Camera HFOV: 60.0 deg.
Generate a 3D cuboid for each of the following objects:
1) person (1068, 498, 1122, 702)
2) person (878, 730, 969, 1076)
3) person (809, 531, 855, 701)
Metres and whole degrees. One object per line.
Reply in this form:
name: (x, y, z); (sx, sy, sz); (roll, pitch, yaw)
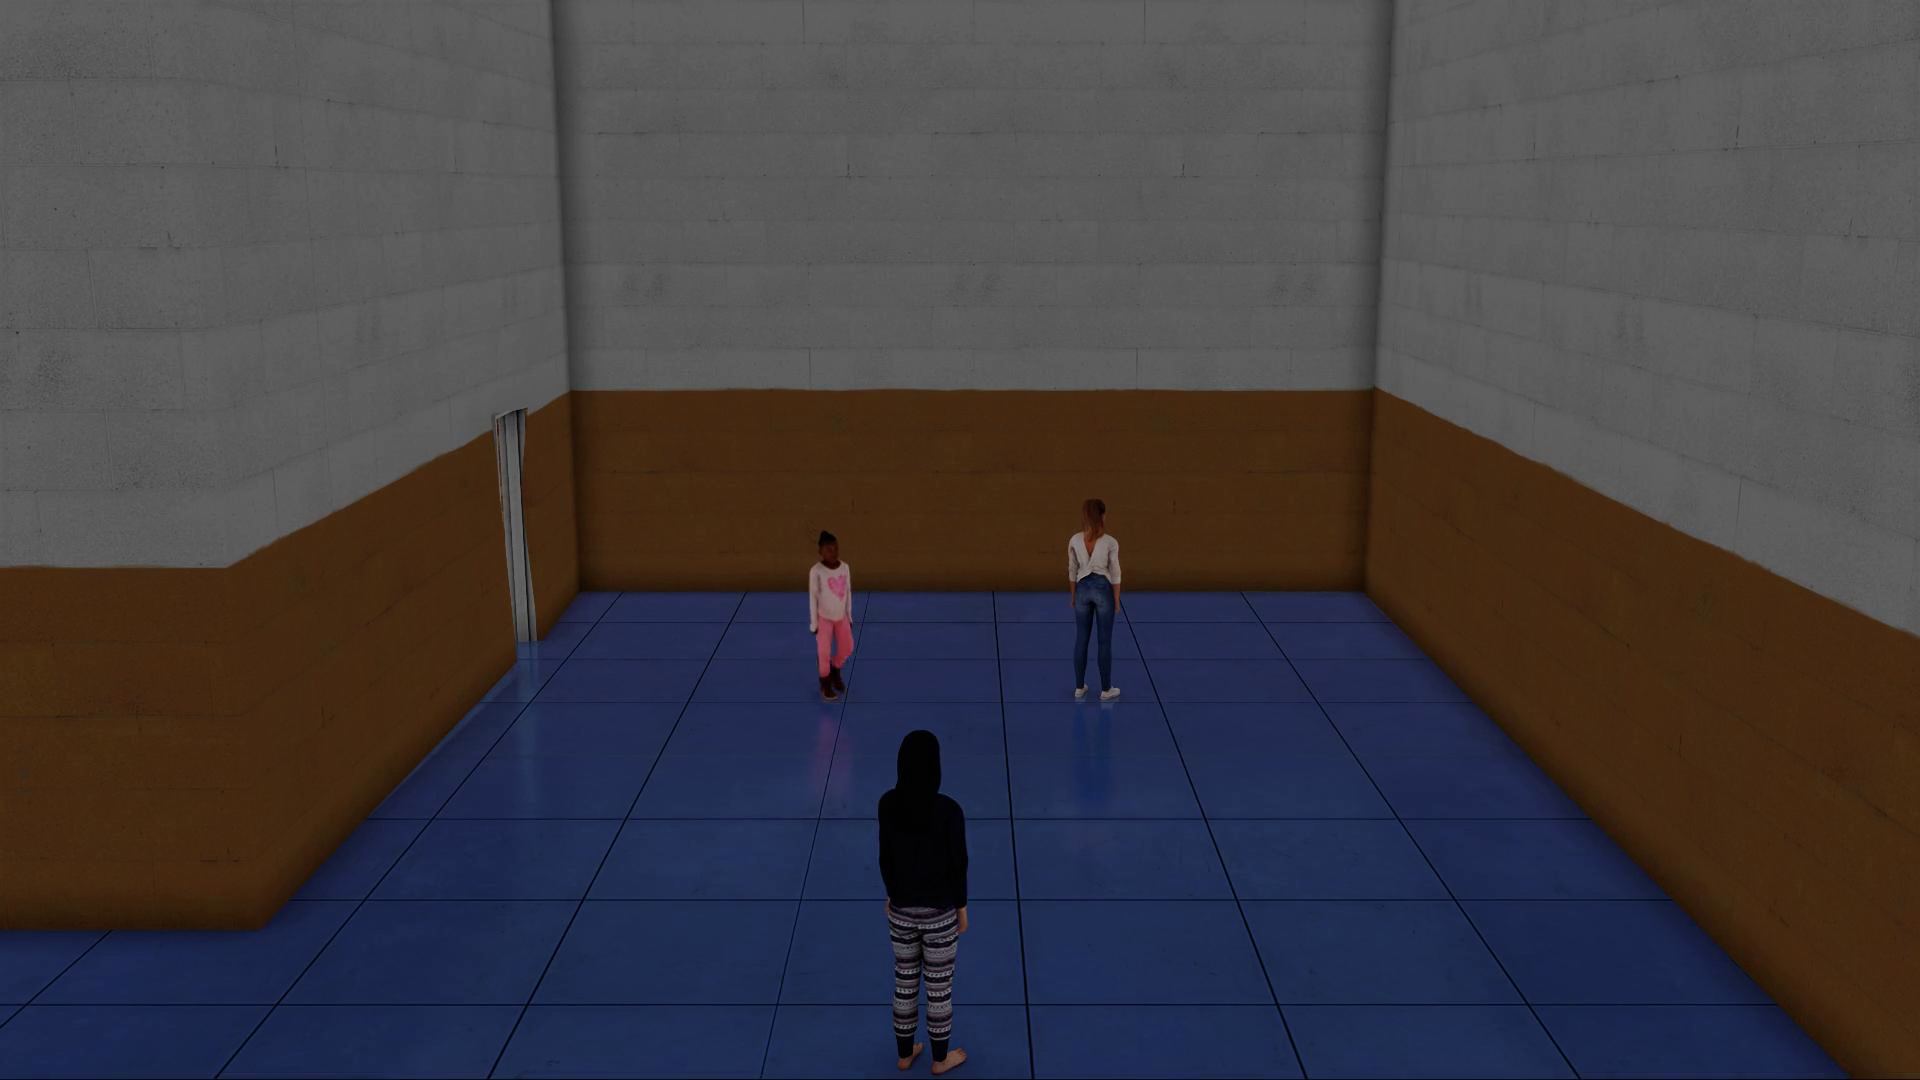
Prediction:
person: (1.137, 0.492, 14.067); (0.606, 1.727, 0.742); (5, 13, 23)
person: (-0.180, 1.750, 8.071); (0.590, 1.734, 0.734); (5, 13, 23)
person: (-1.127, 0.629, 14.129); (0.657, 1.433, 0.736); (-7, 14, -30)
